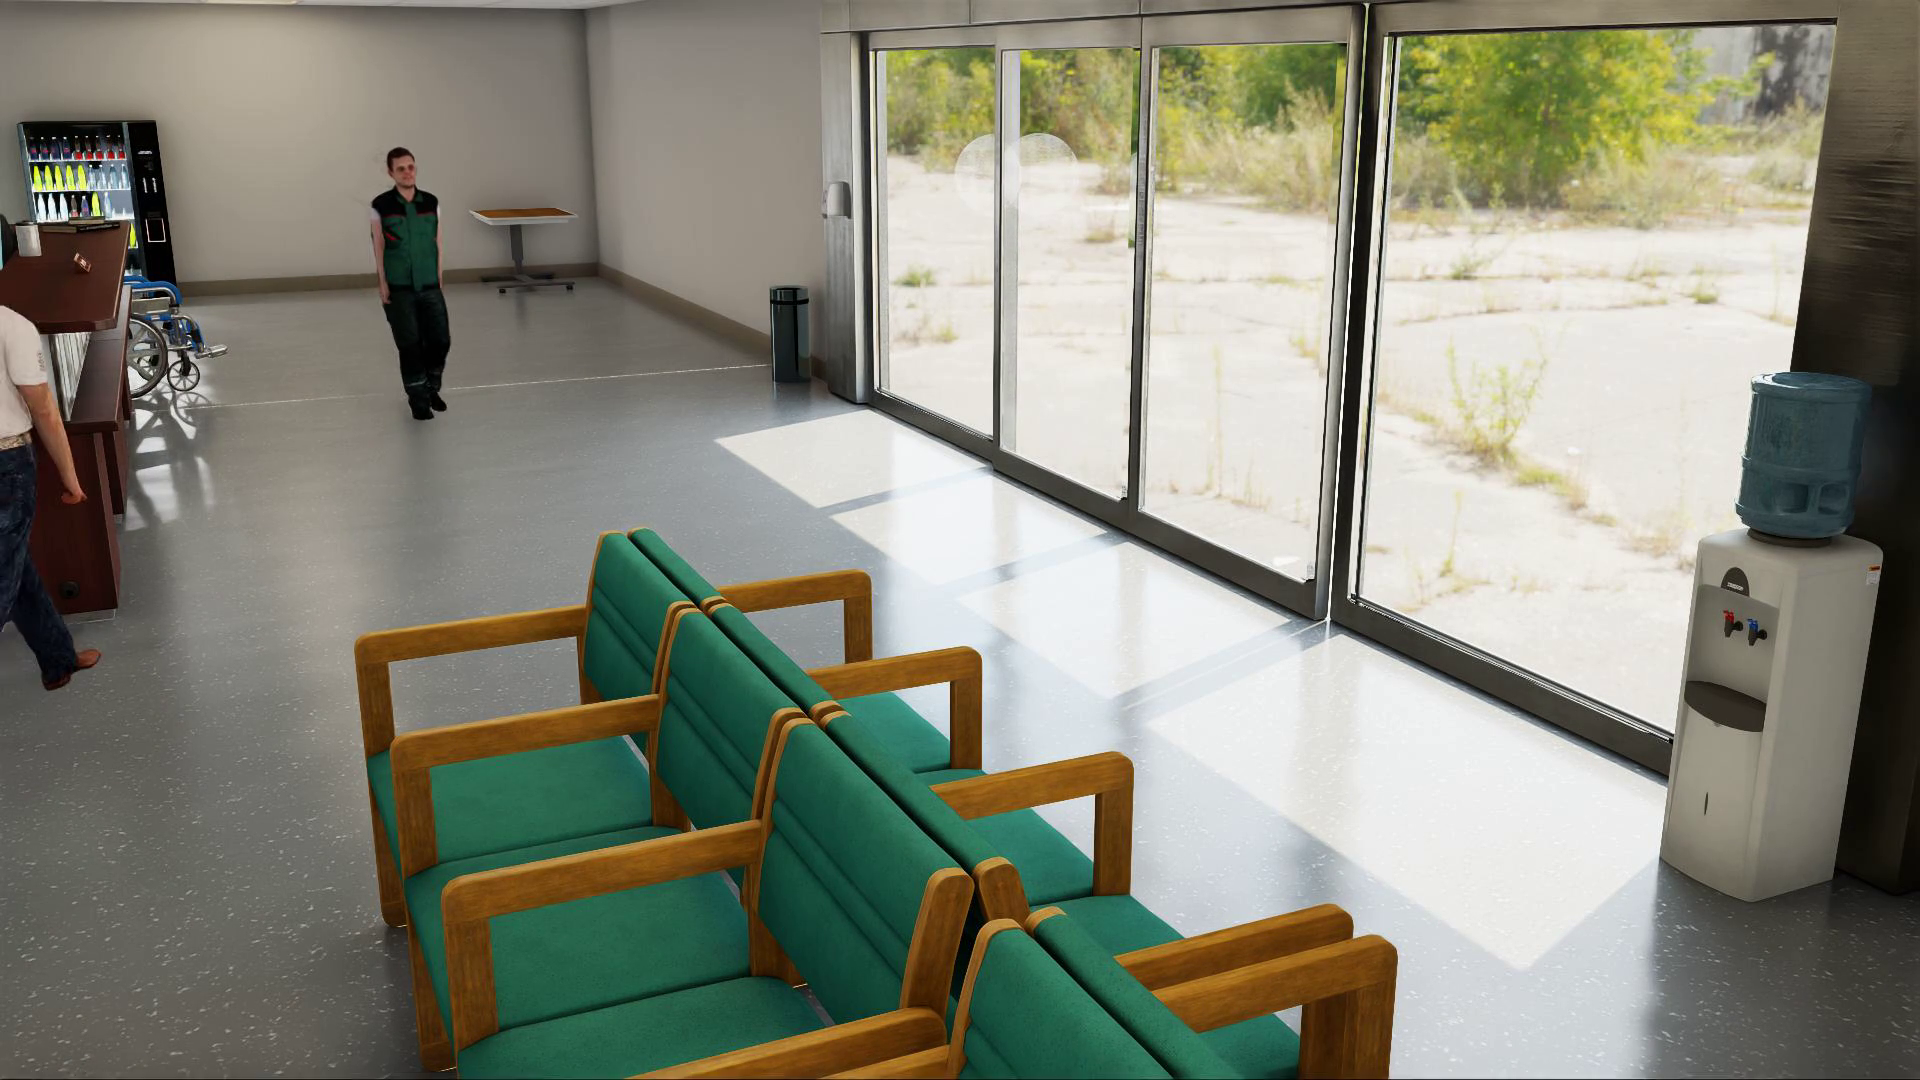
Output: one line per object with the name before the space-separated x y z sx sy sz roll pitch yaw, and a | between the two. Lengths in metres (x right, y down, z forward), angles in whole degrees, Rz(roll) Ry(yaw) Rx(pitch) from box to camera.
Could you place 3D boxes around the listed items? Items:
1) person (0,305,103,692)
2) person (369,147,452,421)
person | -3.464 -0.173 5.806 1.297 1.811 1.164 1 16 4
person | -3.739 -1.724 11.264 0.664 1.831 0.757 -11 19 -34
